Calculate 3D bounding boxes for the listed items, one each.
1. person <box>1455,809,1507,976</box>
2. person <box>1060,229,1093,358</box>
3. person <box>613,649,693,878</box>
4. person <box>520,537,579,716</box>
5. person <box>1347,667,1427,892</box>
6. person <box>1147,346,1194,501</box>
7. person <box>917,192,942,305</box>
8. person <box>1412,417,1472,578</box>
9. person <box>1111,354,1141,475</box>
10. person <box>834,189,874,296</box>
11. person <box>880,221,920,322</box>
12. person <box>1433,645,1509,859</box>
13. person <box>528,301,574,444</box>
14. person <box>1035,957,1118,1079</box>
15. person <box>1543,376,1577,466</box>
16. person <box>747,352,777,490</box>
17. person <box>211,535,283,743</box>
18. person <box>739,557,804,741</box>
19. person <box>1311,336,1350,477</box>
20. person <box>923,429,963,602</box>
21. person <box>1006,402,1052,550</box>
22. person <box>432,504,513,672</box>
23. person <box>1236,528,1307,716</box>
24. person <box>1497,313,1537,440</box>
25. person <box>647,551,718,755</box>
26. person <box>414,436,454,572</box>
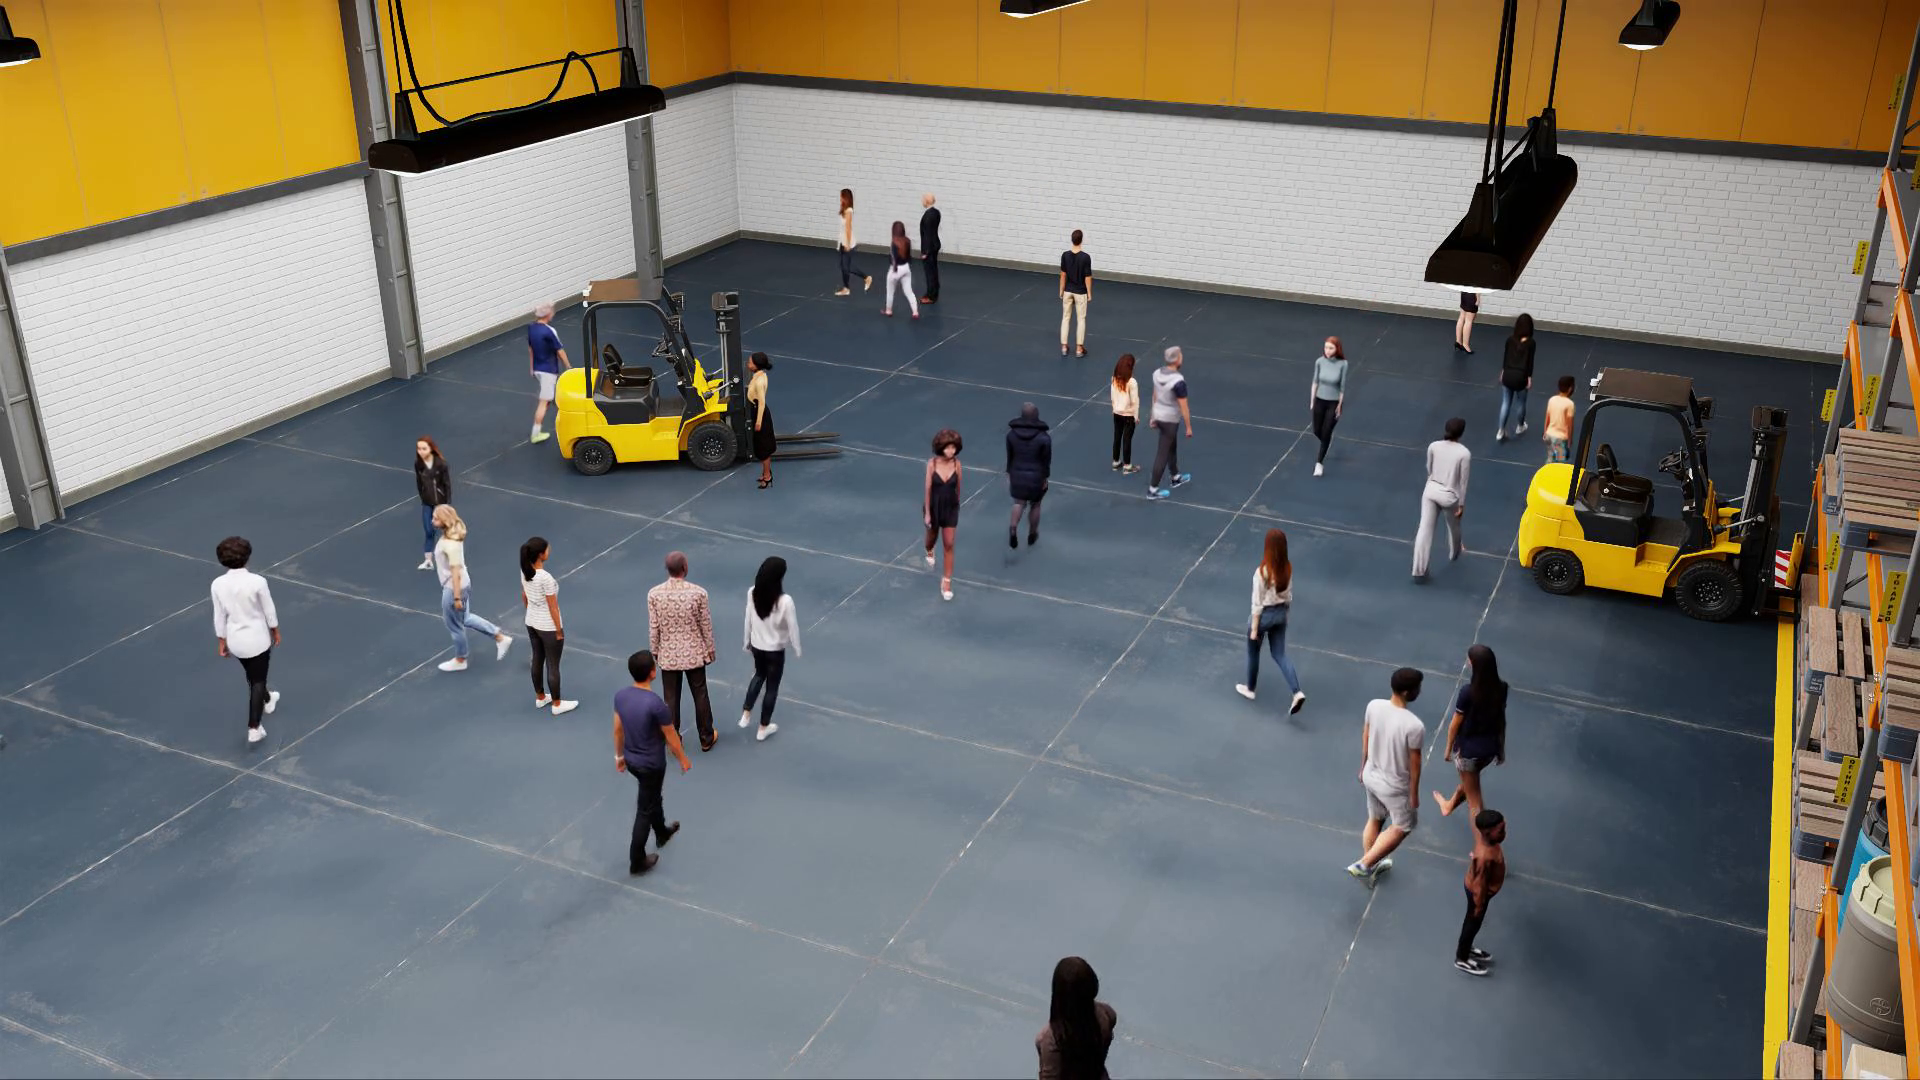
[{"bbox_3d":[3.561,2.387,11.408,0.575,1.253,0.413,9,25,20],"label":"person"},{"bbox_3d":[1.694,-3.628,24.422,0.641,1.850,0.554,10,25,21],"label":"person"},{"bbox_3d":[-2.400,1.699,12.344,0.732,1.764,0.918,16,28,32],"label":"person"},{"bbox_3d":[-3.679,0.747,14.672,0.621,1.643,0.605,19,30,37],"label":"person"},{"bbox_3d":[3.062,1.778,12.075,1.003,1.835,0.927,-15,28,-31],"label":"person"},{"bbox_3d":[2.319,-1.335,19.235,1.101,1.803,1.014,-12,26,-25],"label":"person"},{"bbox_3d":[-0.486,-4.765,27.087,0.758,1.800,0.544,8,25,17],"label":"person"},{"bbox_3d":[4.958,-0.405,17.252,0.767,1.688,1.208,16,28,31],"label":"person"},{"bbox_3d":[1.988,-1.538,20.102,0.631,1.482,0.636,-20,31,-38],"label":"person"},{"bbox_3d":[-1.769,-4.886,27.398,0.933,1.772,0.909,-5,24,-11],"label":"person"},{"bbox_3d":[-0.889,-4.154,25.978,1.103,1.568,0.934,-20,31,-38],"label":"person"},{"bbox_3d":[3.909,1.658,12.503,1.049,1.712,1.166,-6,24,-12],"label":"person"},{"bbox_3d":[-5.283,-2.082,20.974,0.848,1.779,1.208,17,29,34],"label":"person"},{"bbox_3d":[0.680,3.133,9.004,1.026,1.811,1.036,-13,27,-27],"label":"person"},{"bbox_3d":[6.906,-1.177,19.318,0.868,1.448,0.758,-14,27,-29],"label":"person"},{"bbox_3d":[-2.347,-1.421,19.620,0.722,1.653,0.623,-2,24,-5],"label":"person"},{"bbox_3d":[-6.092,0.877,14.218,0.977,1.768,1.215,-2,24,-3],"label":"person"},{"bbox_3d":[-1.670,0.936,14.206,0.697,1.671,0.615,7,24,15],"label":"person"},{"bbox_3d":[4.453,-1.634,20.011,0.569,1.730,0.815,12,26,25],"label":"person"},{"bbox_3d":[-0.207,-0.302,16.929,0.952,1.757,1.113,-4,24,-8],"label":"person"},{"bbox_3d":[0.710,-0.652,17.852,0.695,1.660,0.915,9,25,19],"label":"person"},{"bbox_3d":[-4.533,0.445,15.285,1.023,1.706,0.999,-5,24,-11],"label":"person"},{"bbox_3d":[2.773,0.737,14.614,1.052,1.708,1.036,-12,26,-25],"label":"person"},{"bbox_3d":[7.028,-2.049,21.096,0.723,1.622,0.962,18,29,35],"label":"person"},{"bbox_3d":[-2.340,0.949,14.002,0.781,1.809,0.776,-2,24,-5],"label":"person"},{"bbox_3d":[-5.504,-0.429,17.611,0.782,1.444,1.013,2,24,3],"label":"person"}]
